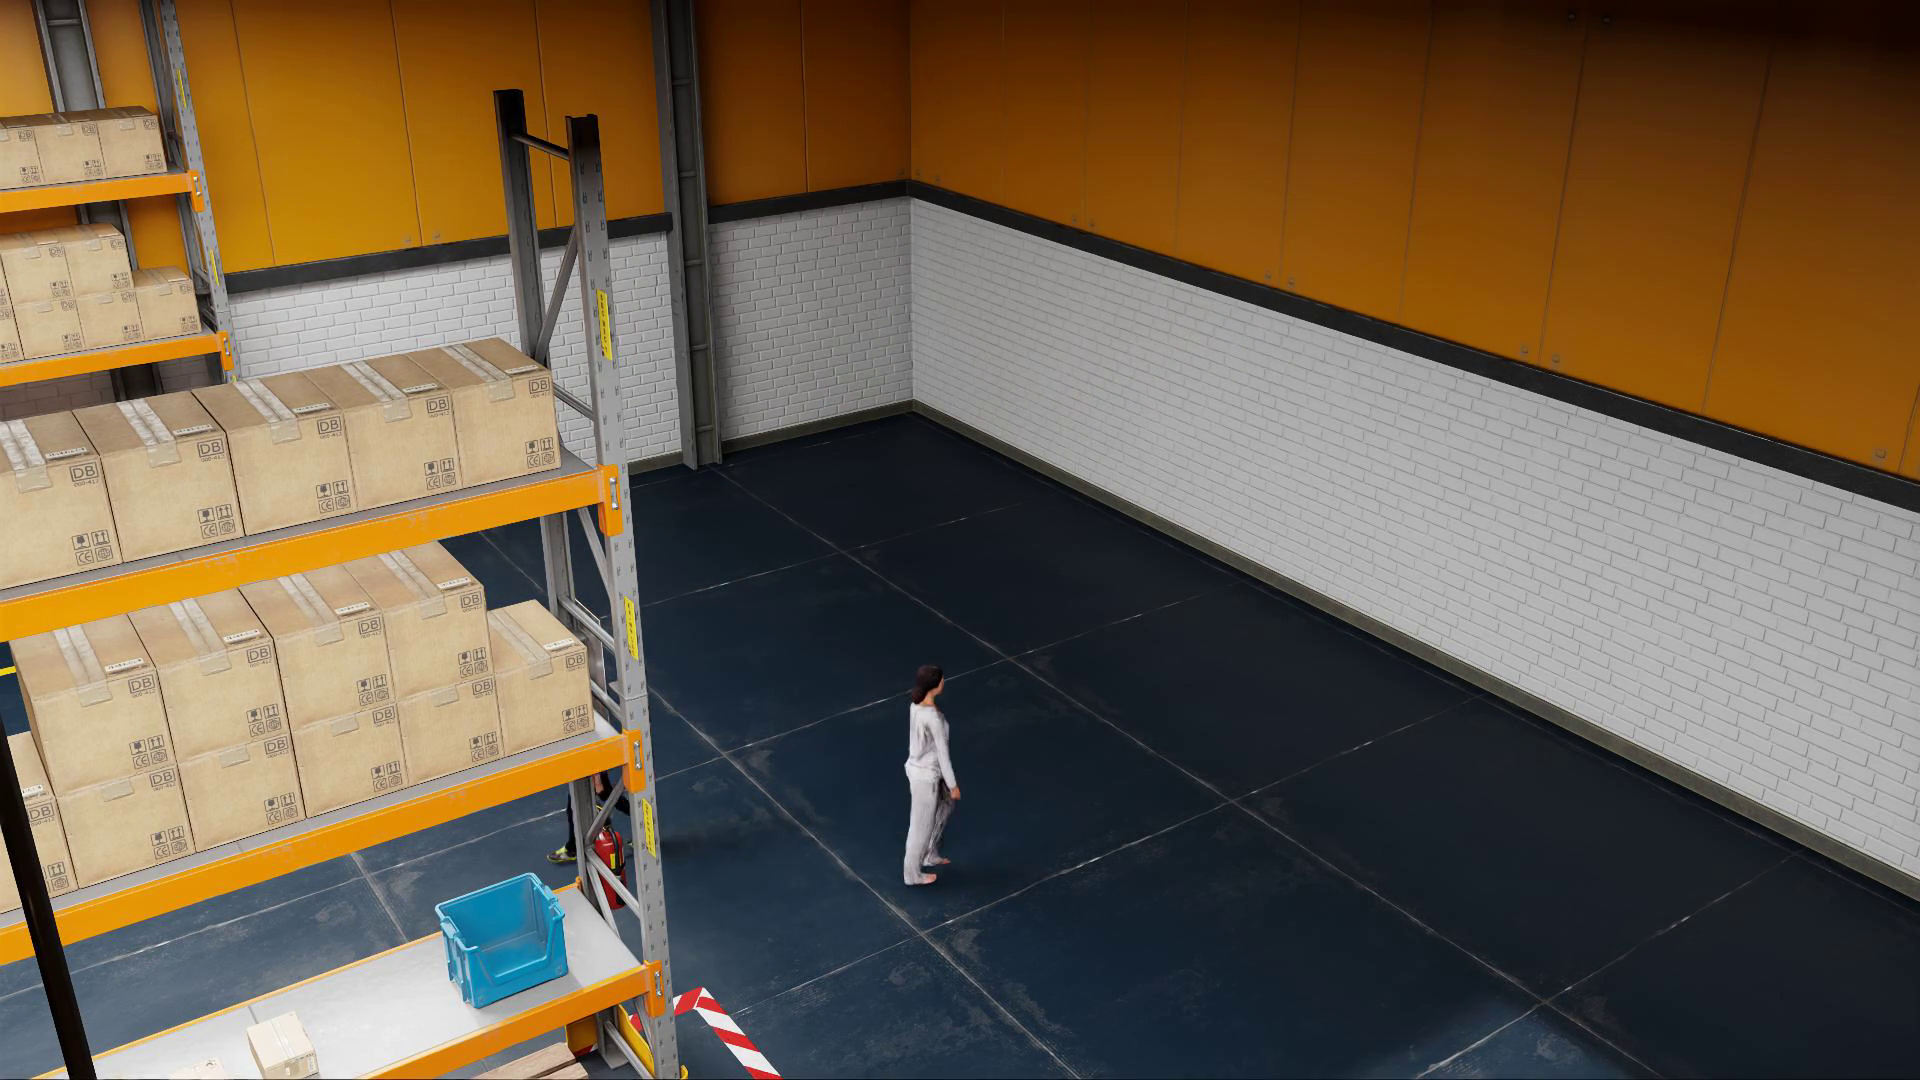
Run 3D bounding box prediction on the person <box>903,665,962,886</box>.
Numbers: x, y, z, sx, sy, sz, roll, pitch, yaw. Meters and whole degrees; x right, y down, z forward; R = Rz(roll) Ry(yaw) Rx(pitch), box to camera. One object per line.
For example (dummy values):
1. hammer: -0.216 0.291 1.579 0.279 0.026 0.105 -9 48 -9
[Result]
1. person: -0.323 1.727 11.969 0.760 1.757 0.713 -6 24 -13
